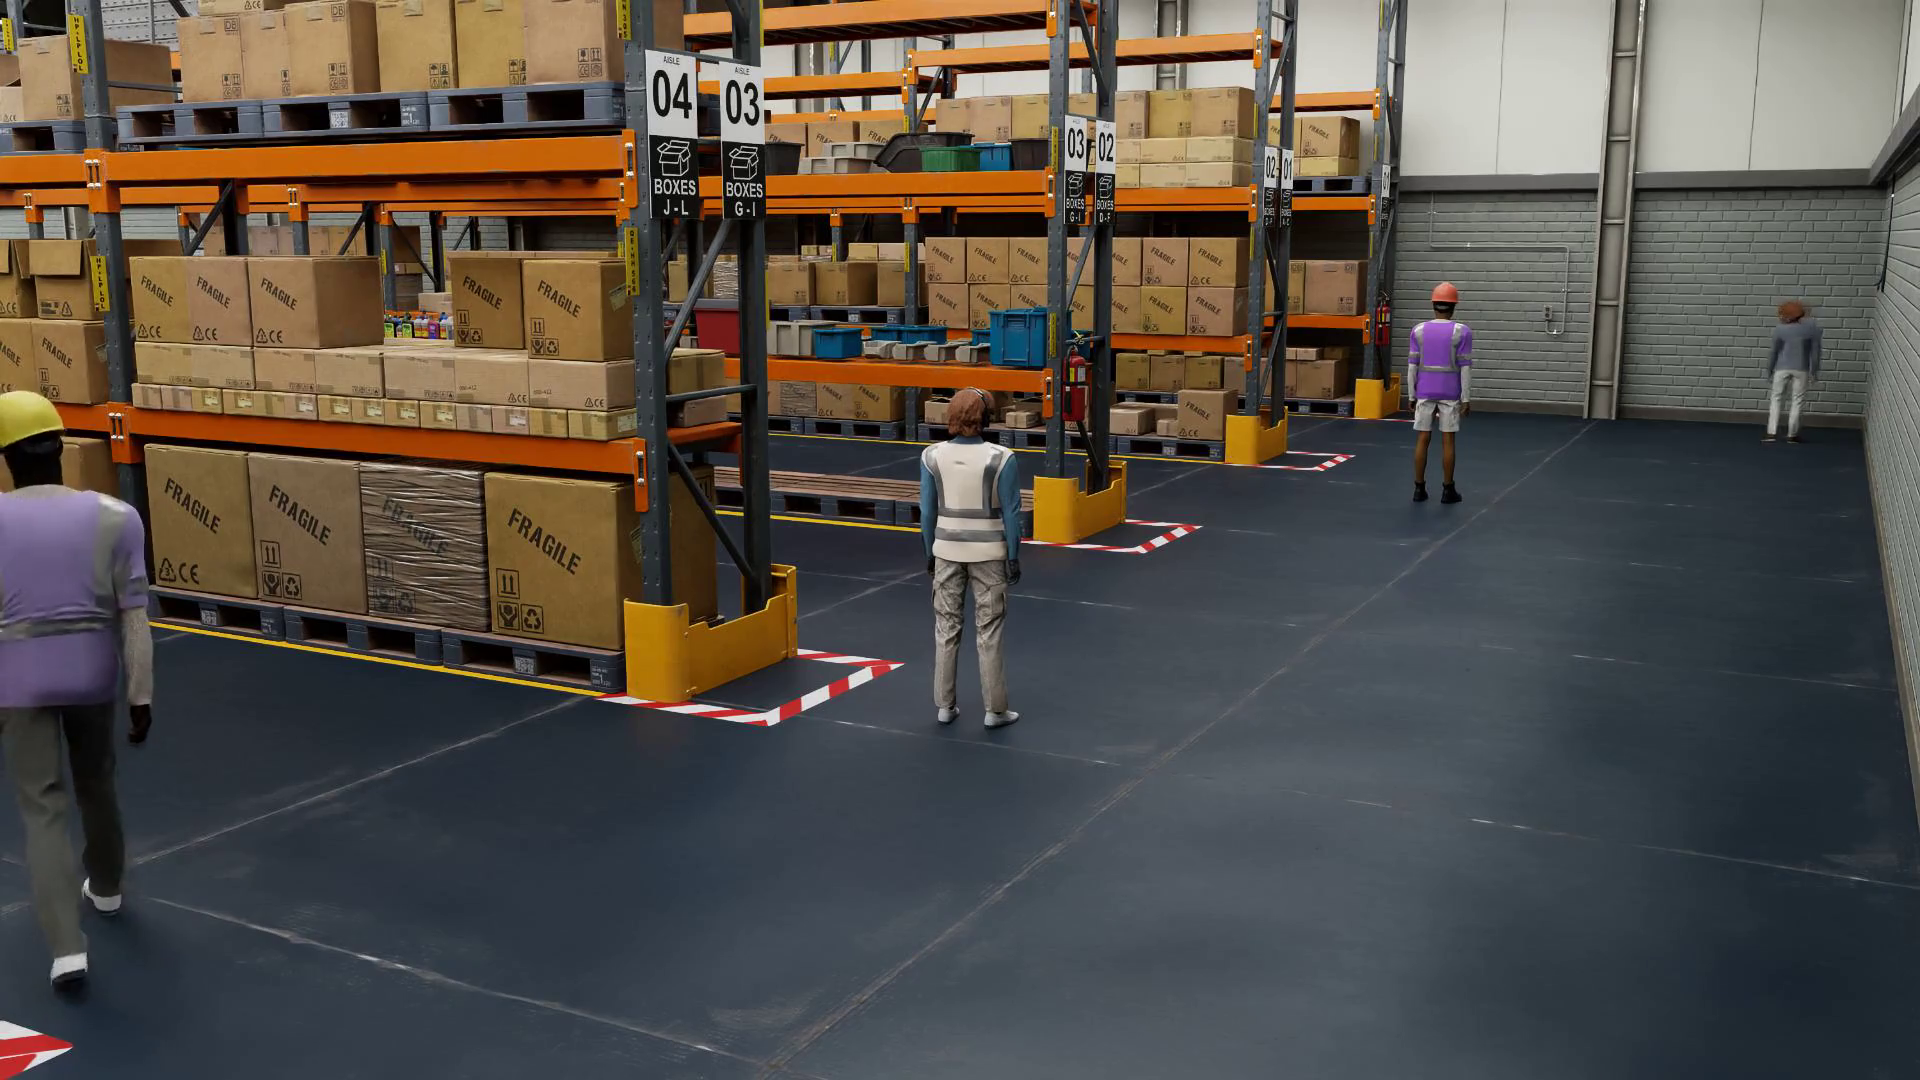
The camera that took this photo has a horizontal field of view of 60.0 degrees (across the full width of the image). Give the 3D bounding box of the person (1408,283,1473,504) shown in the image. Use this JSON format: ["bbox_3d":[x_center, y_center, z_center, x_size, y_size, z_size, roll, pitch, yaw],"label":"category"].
[{"bbox_3d":[4.233,-1.291,14.668,0.553,1.933,0.368,6,12,30],"label":"person"}]

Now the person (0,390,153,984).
[{"bbox_3d":[-2.922,0.451,5.388,0.576,1.869,0.971,-8,13,-36],"label":"person"}]

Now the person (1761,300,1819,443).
[{"bbox_3d":[9.409,-1.892,18.831,0.552,1.619,0.347,4,11,22],"label":"person"}]

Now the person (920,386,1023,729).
[{"bbox_3d":[0.053,0.092,7.939,0.511,1.640,0.308,4,11,21],"label":"person"}]

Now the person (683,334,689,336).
[{"bbox_3d":[-3.548,-2.768,22.779,0.984,1.917,0.618,8,13,37],"label":"person"}]
